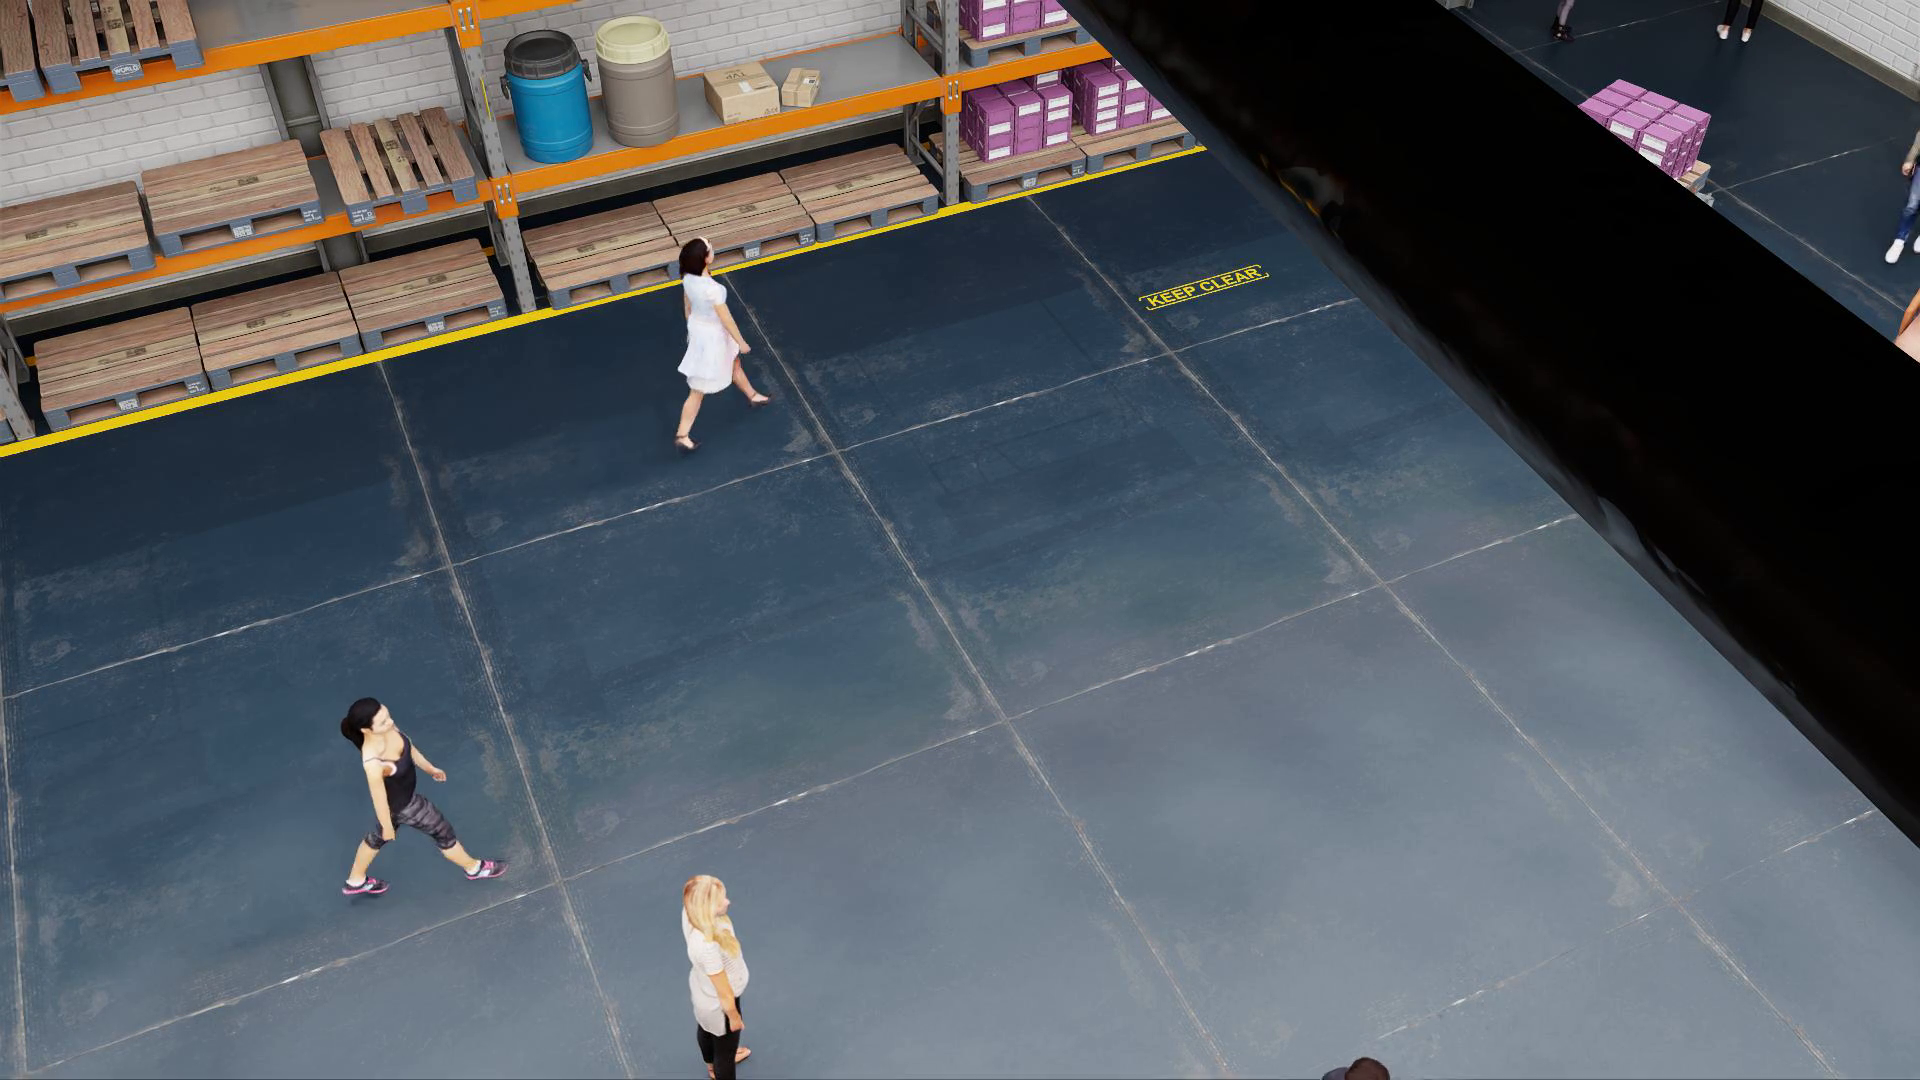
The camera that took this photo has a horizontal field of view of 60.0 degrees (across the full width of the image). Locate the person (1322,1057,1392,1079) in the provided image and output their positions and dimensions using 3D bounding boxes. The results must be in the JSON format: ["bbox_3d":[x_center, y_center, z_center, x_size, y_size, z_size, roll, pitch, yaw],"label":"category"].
[{"bbox_3d":[1.878,2.912,7.825,1.164,1.826,0.831,-31,52,-29],"label":"person"}]

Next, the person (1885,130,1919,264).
[{"bbox_3d":[8.473,-3.256,14.280,0.867,1.850,0.913,33,53,30],"label":"person"}]

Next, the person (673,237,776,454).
[{"bbox_3d":[-1.931,-1.386,12.386,1.260,1.757,0.838,-28,50,-26],"label":"person"}]

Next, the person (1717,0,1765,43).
[{"bbox_3d":[8.326,-6.050,17.316,0.665,1.709,0.738,11,45,11],"label":"person"}]

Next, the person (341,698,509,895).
[{"bbox_3d":[-3.280,1.492,9.423,1.216,1.677,0.726,-10,44,-10],"label":"person"}]

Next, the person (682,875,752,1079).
[{"bbox_3d":[-1.250,2.300,8.468,0.516,1.824,0.599,-18,47,-18],"label":"person"}]
